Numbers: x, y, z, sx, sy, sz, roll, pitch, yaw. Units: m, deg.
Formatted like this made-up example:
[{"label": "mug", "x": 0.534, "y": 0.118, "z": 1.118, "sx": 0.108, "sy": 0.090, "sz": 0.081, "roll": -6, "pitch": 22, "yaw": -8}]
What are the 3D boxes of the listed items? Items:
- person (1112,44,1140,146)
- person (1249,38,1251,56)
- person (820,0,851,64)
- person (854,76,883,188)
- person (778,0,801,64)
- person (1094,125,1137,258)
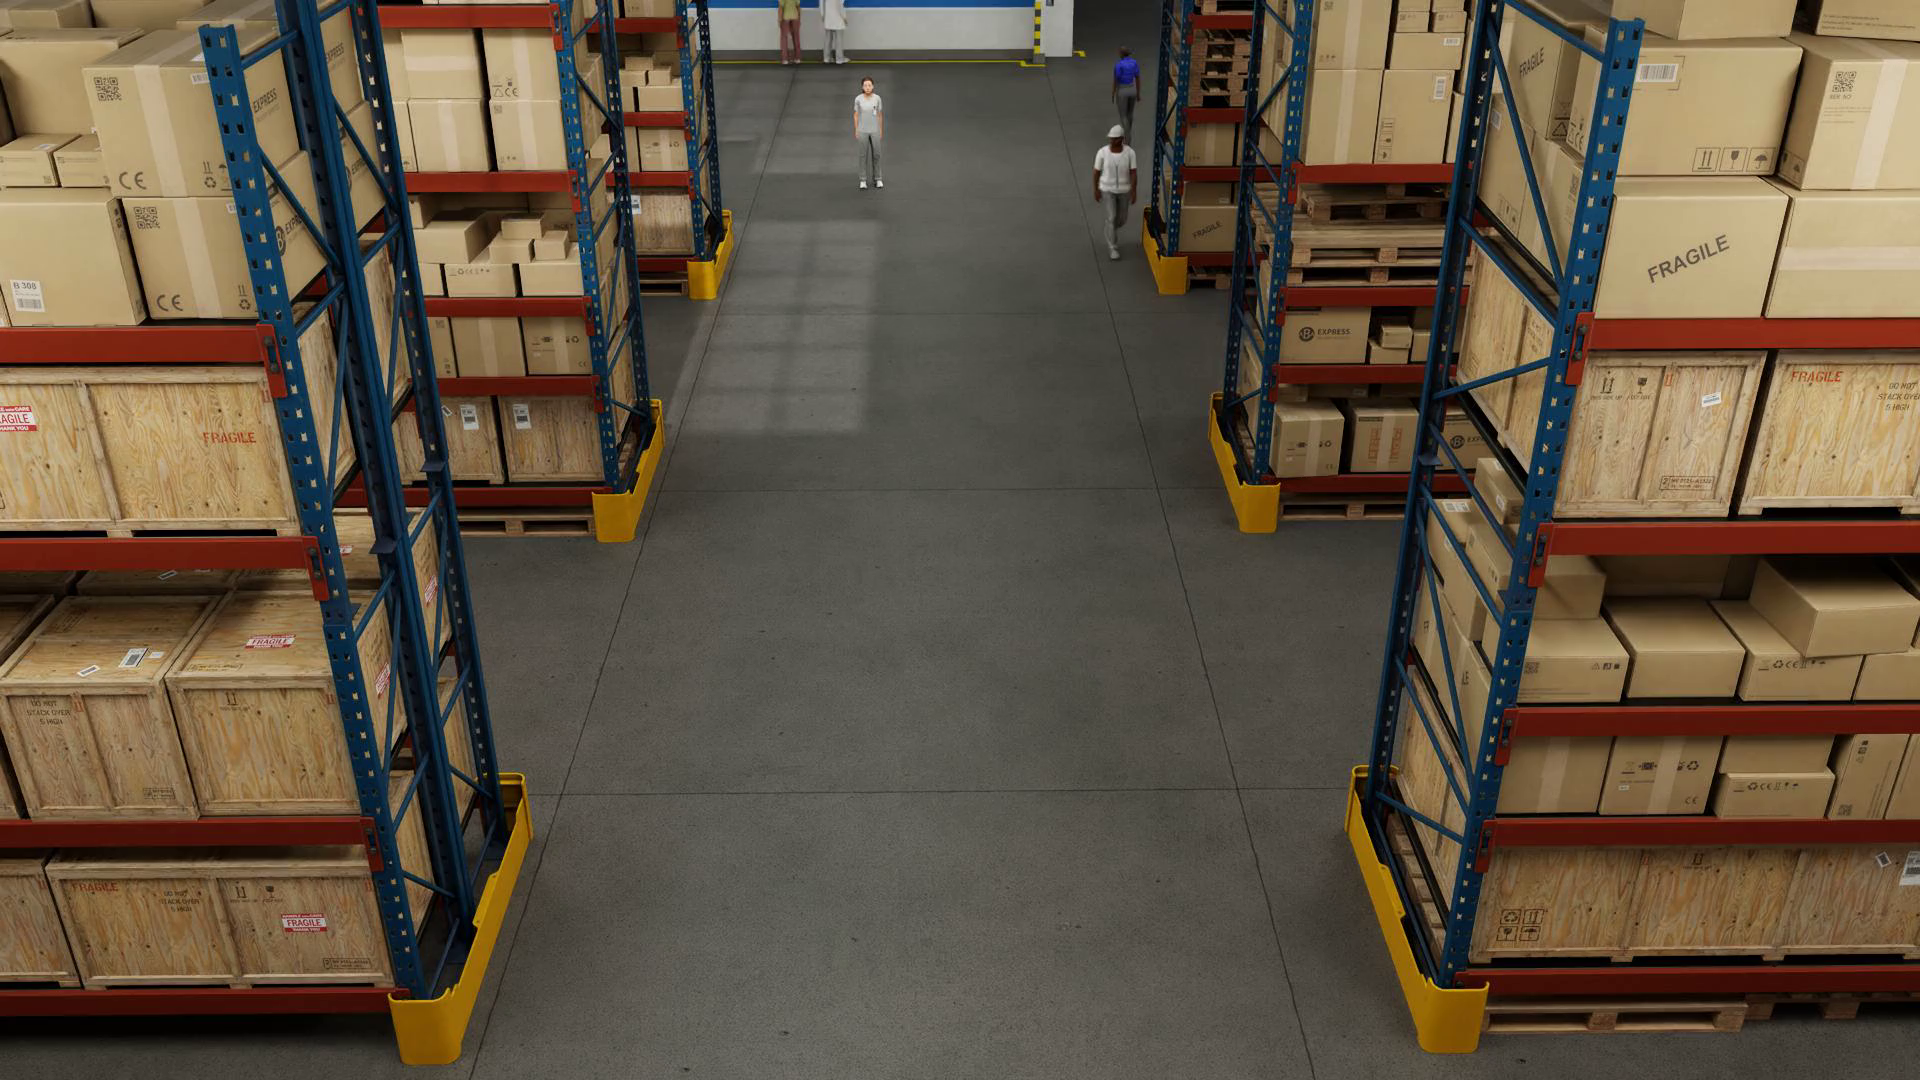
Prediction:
[{"label": "person", "x": 2.766, "y": -7.525, "z": 28.005, "sx": 0.489, "sy": 1.635, "sz": 0.739, "roll": -14, "pitch": 31, "yaw": -24}, {"label": "person", "x": 5.063, "y": -8.034, "z": 28.821, "sx": 0.553, "sy": 1.757, "sz": 0.577, "roll": 14, "pitch": 31, "yaw": 24}, {"label": "person", "x": -2.507, "y": -10.495, "z": 33.410, "sx": 0.627, "sy": 1.809, "sz": 0.468, "roll": 21, "pitch": 34, "yaw": 33}, {"label": "person", "x": -1.410, "y": -6.317, "z": 25.757, "sx": 0.435, "sy": 1.669, "sz": 0.412, "roll": -5, "pitch": 29, "yaw": -10}, {"label": "person", "x": -3.422, "y": -10.416, "z": 33.381, "sx": 0.467, "sy": 1.687, "sz": 0.422, "roll": -8, "pitch": 29, "yaw": -15}, {"label": "person", "x": 2.131, "y": -4.813, "z": 22.858, "sx": 0.561, "sy": 1.755, "sz": 0.830, "roll": -4, "pitch": 29, "yaw": -7}]
